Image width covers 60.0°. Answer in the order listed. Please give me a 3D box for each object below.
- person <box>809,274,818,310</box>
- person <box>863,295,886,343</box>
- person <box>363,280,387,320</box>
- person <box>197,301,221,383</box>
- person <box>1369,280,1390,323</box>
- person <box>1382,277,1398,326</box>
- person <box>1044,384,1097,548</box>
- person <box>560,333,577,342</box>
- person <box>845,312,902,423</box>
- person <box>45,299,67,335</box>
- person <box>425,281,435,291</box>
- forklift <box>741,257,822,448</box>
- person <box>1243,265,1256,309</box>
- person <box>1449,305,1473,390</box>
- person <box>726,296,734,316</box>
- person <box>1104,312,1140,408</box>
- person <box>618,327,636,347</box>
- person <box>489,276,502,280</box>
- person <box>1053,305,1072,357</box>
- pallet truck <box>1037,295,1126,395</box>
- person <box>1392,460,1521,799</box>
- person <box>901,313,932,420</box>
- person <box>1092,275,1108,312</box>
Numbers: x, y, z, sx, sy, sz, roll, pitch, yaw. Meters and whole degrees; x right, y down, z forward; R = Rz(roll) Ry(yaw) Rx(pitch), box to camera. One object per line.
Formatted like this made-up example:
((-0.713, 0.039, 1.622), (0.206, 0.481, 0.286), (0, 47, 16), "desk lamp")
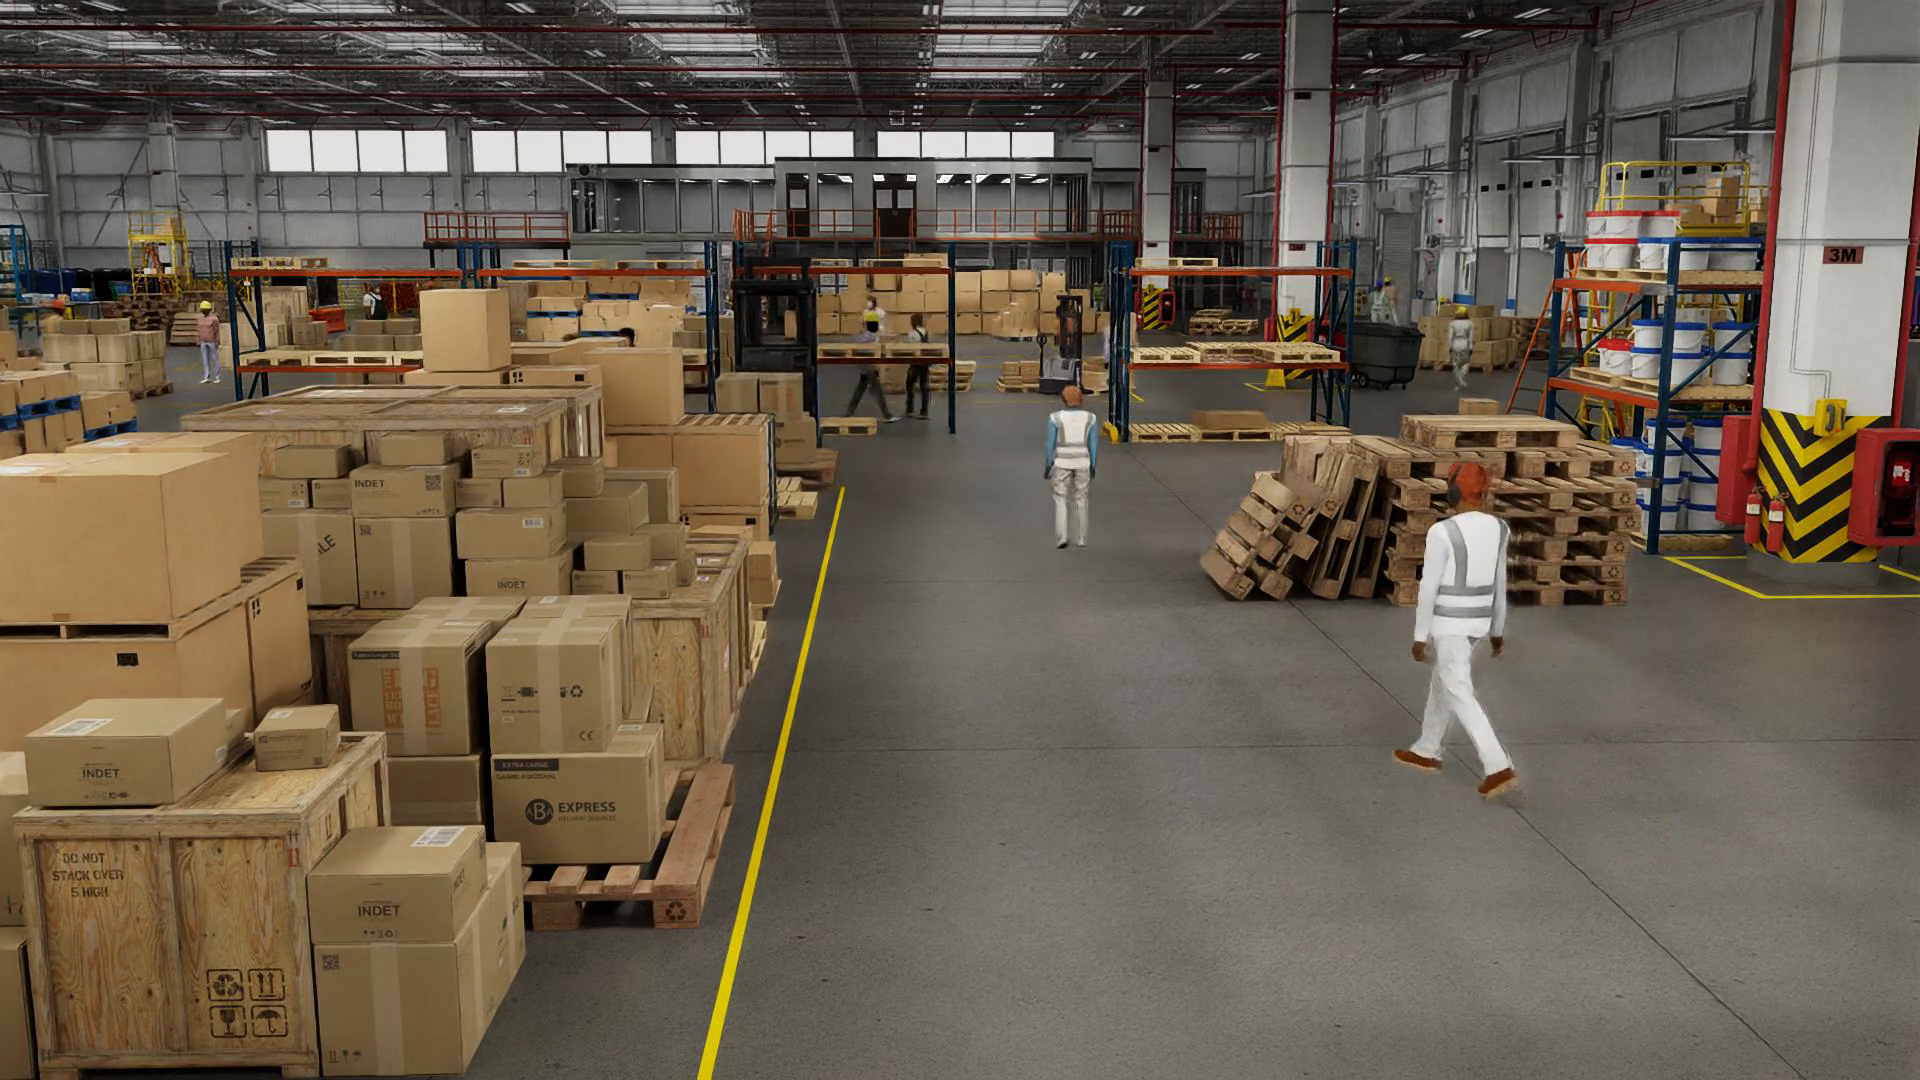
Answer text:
((-5.218, -8.393, 58.399), (0.546, 1.930, 0.392), (-4, 11, -23), "person")
((-1.821, -4.201, 35.071), (0.634, 1.926, 0.457), (8, 13, 38), "person")
((-15.232, -5.771, 43.472), (0.536, 2.000, 0.680), (2, 10, 11), "person")
((-16.151, -4.246, 35.733), (0.525, 1.772, 0.309), (2, 10, 10), "person")
((12.521, -6.807, 49.607), (0.616, 1.916, 0.939), (5, 11, 27), "person")
((14.432, -7.905, 55.946), (0.641, 1.843, 1.108), (-3, 10, -14), "person")
((1.106, -0.724, 16.516), (0.520, 1.655, 0.316), (-2, 10, -9), "person")
((-4.795, -1.603, 20.620), (0.440, 1.914, 0.625), (-9, 14, -41), "person")
((-1.503, -2.879, 27.823), (0.986, 1.873, 0.606), (-1, 10, -3), "person")
((-18.117, -3.868, 33.301), (0.534, 1.895, 0.974), (8, 13, 36), "person")
((-14.461, -6.120, 45.597), (0.661, 1.972, 0.629), (8, 13, 38), "person")
((-2.497, -2.496, 22.887), (1.129, 2.768, 1.873), (0, 10, -2), "forklift")
((13.128, -11.455, 75.311), (0.633, 1.973, 0.571), (-3, 10, -14), "person")
((10.340, -3.973, 34.324), (0.500, 1.715, 0.620), (5, 11, 26), "person")
((-4.896, -4.366, 36.165), (0.328, 1.861, 0.502), (5, 11, 27), "person")
((2.951, -3.321, 30.513), (0.626, 1.802, 0.951), (6, 12, 29), "person")
((-4.425, -1.996, 22.877), (0.871, 1.879, 0.584), (-6, 12, -30), "person")
((-19.832, -10.654, 71.168), (0.596, 1.869, 0.539), (-1, 10, -4), "person")
((2.176, -4.155, 35.415), (0.395, 1.686, 0.538), (9, 14, 41), "person")
((2.483, -3.881, 33.060), (1.885, 1.965, 0.823), (-7, 13, -36), "pallet truck")
((2.796, 0.480, 9.203), (0.584, 1.849, 0.935), (-6, 12, -31), "person")
((-0.749, -2.966, 28.460), (0.521, 1.811, 0.723), (-8, 13, -37), "person")
((4.999, -8.558, 59.574), (0.621, 1.837, 0.429), (6, 12, 30), "person")
